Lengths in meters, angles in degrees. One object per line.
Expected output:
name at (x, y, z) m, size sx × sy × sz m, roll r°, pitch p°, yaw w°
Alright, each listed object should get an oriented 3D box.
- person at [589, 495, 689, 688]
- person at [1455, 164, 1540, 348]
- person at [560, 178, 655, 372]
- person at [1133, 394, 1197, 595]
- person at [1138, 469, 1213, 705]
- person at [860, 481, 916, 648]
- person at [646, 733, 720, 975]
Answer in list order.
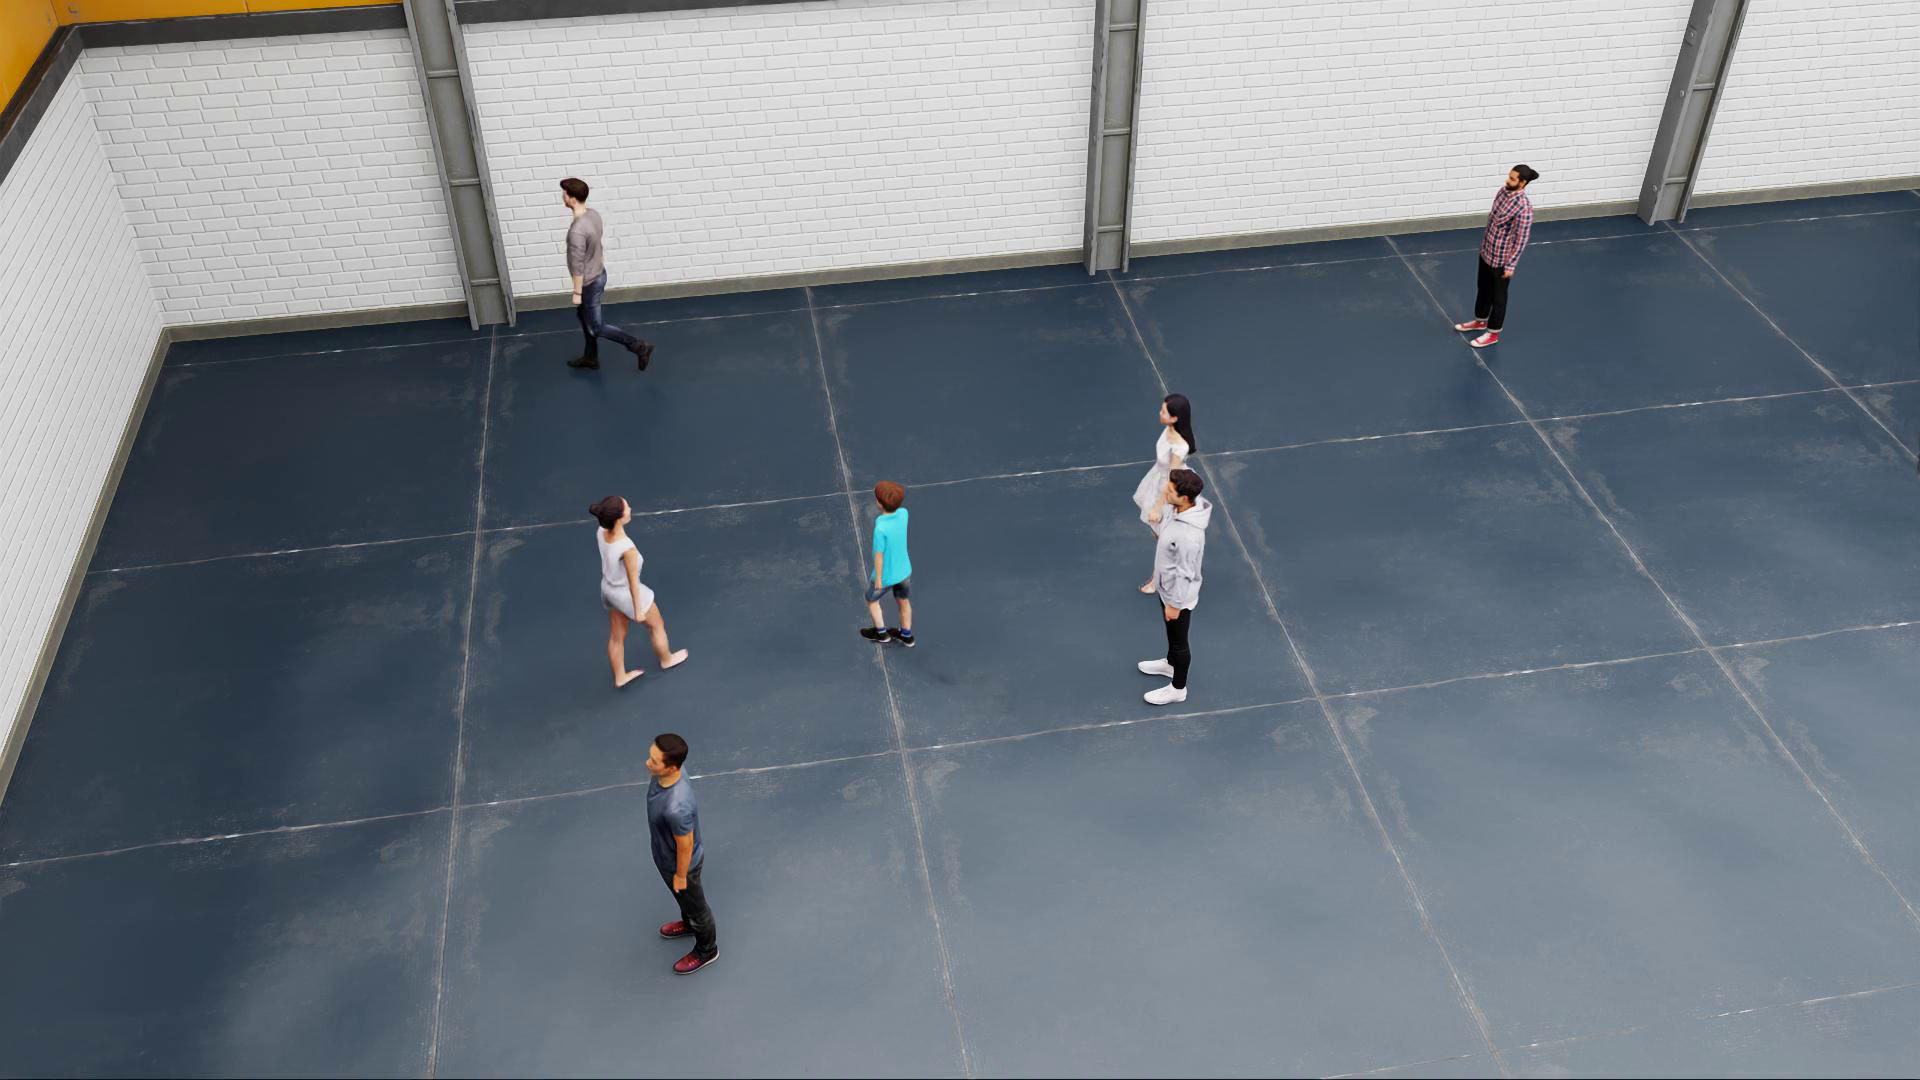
person at (-2.376, 0.403, 11.472) m, size 0.829 × 1.592 × 0.920 m, roll 31°, pitch 48°, yaw 33°
person at (4.909, -2.606, 15.105) m, size 0.598 × 1.760 × 0.697 m, roll -9°, pitch 39°, yaw -11°
person at (-3.161, -2.255, 14.567) m, size 1.130 × 1.884 × 0.817 m, roll 1°, pitch 39°, yaw 1°
person at (1.592, -0.313, 12.227) m, size 0.705 × 1.769 × 0.700 m, roll -1°, pitch 39°, yaw -1°
person at (1.490, 0.303, 11.327) m, size 0.621 × 1.929 × 0.713 m, roll -1°, pitch 39°, yaw -2°
person at (-0.438, 0.214, 11.834) m, size 0.749 × 1.437 × 0.690 m, roll 26°, pitch 46°, yaw 29°
person at (-1.612, 1.780, 9.572) m, size 0.604 × 1.811 × 0.687 m, roll -13°, pitch 41°, yaw -16°
